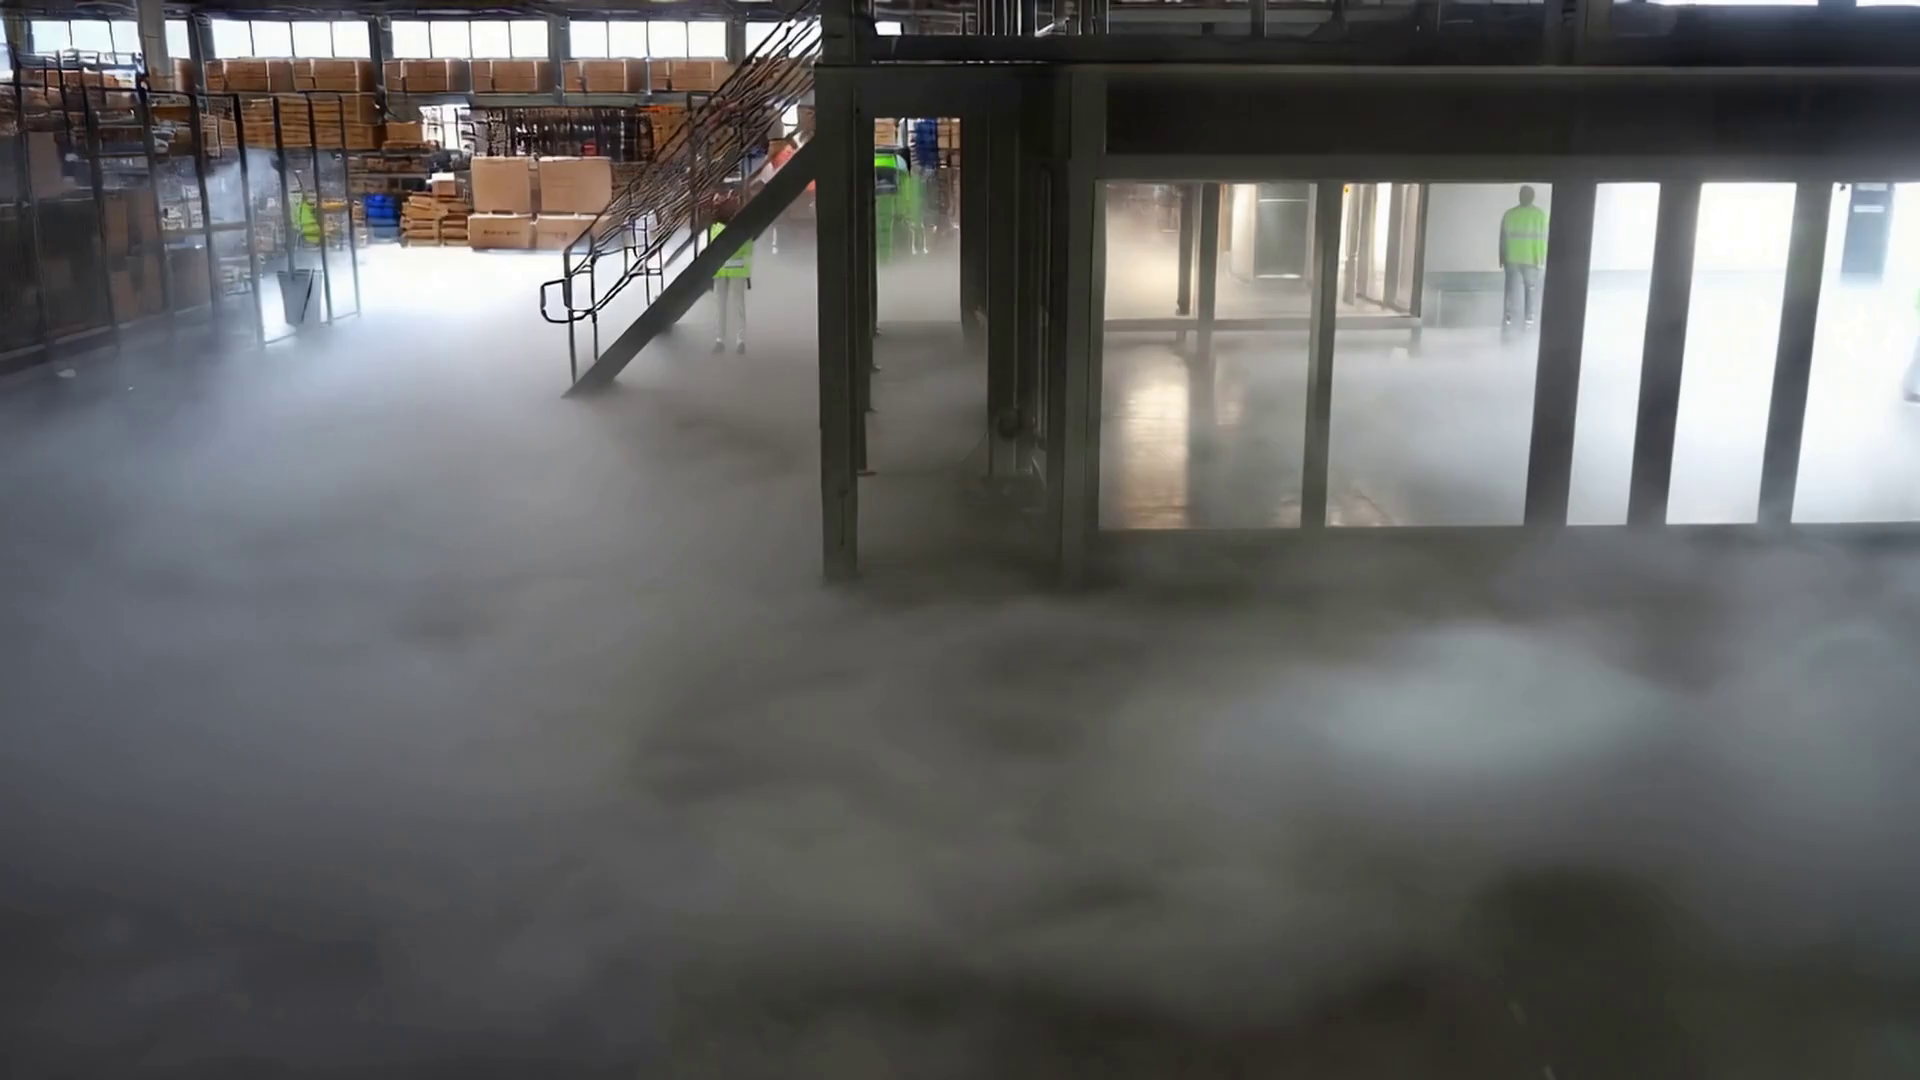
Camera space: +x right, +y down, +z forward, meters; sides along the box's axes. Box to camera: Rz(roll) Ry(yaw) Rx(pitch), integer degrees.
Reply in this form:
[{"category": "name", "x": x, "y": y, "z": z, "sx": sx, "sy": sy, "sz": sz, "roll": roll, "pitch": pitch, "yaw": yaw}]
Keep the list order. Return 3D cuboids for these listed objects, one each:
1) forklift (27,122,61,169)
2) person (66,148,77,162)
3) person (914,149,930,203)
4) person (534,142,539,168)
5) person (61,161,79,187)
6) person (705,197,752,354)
[{"category": "forklift", "x": -35.376, "y": -14.773, "z": 64.377, "sx": 1.129, "sy": 2.768, "sz": 1.873, "roll": -1, "pitch": 14, "yaw": -2}, {"category": "person", "x": -40.519, "y": -17.038, "z": 75.904, "sx": 0.498, "sy": 1.661, "sz": 0.615, "roll": 7, "pitch": 16, "yaw": 25}, {"category": "person", "x": -1.155, "y": -10.920, "z": 50.747, "sx": 0.656, "sy": 2.012, "sz": 0.641, "roll": -8, "pitch": 16, "yaw": -30}, {"category": "person", "x": -21.251, "y": -19.057, "z": 83.397, "sx": 0.390, "sy": 1.945, "sz": 0.603, "roll": 7, "pitch": 16, "yaw": 27}, {"category": "person", "x": -20.026, "y": -7.532, "z": 37.378, "sx": 0.845, "sy": 1.933, "sz": 0.601, "roll": -1, "pitch": 14, "yaw": -2}, {"category": "person", "x": -2.810, "y": -3.199, "z": 20.139, "sx": 0.581, "sy": 1.884, "sz": 0.351, "roll": 2, "pitch": 14, "yaw": 7}]
